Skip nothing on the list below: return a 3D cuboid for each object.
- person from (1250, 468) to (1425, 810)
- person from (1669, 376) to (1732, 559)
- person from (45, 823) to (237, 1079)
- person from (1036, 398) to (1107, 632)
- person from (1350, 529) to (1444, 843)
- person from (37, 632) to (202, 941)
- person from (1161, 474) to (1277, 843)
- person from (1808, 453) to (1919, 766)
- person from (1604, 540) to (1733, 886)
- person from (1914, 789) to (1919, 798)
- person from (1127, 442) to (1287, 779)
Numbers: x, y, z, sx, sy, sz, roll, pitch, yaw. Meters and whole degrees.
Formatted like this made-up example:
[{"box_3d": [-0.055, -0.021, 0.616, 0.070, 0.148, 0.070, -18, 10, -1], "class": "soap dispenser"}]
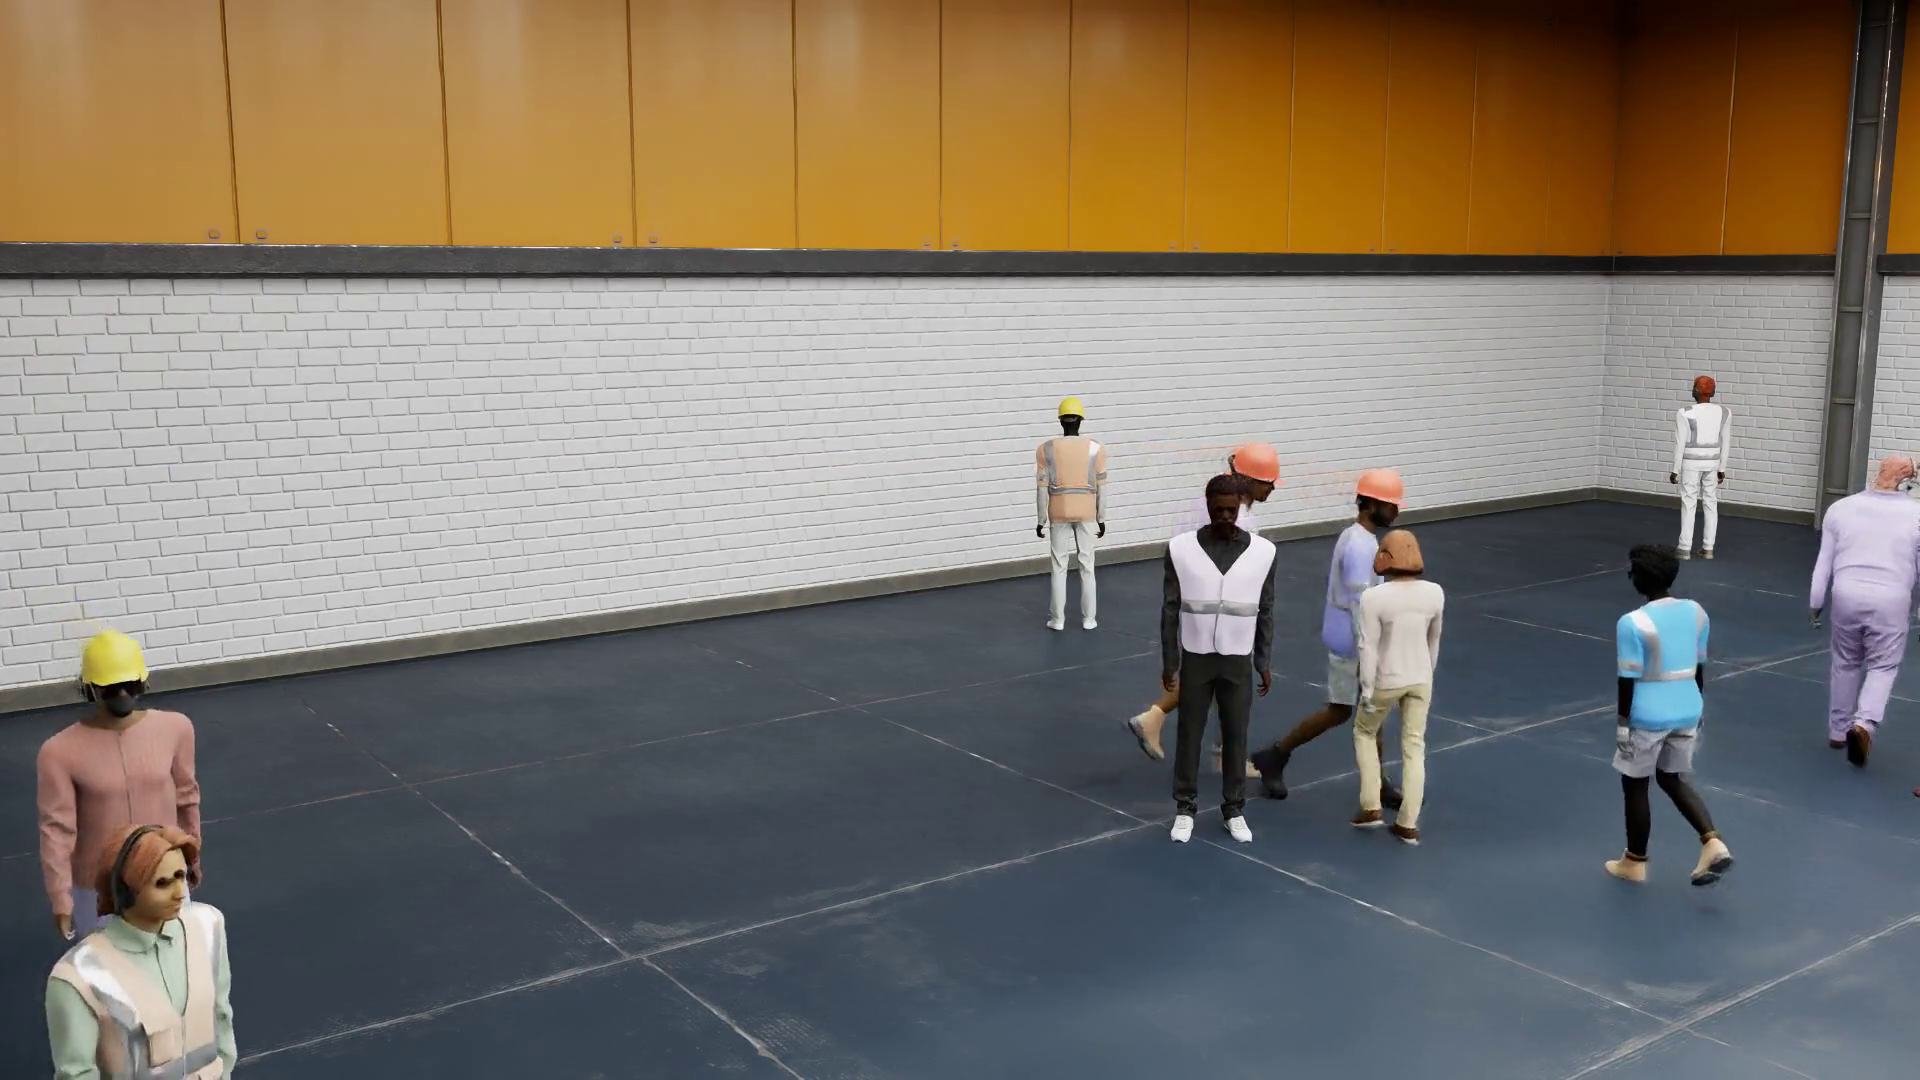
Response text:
[{"box_3d": [2.089, 0.542, 9.127, 0.885, 1.895, 0.582, 3, 10, 17], "class": "person"}, {"box_3d": [7.560, -0.737, 17.013, 0.576, 1.884, 0.354, -1, 9, -4], "class": "person"}, {"box_3d": [-2.069, 1.478, 4.165, 0.543, 1.624, 0.523, 4, 10, 23], "class": "person"}, {"box_3d": [0.906, -0.201, 13.606, 0.585, 1.917, 0.382, 0, 9, -2], "class": "person"}, {"box_3d": [2.264, 0.750, 8.661, 0.500, 1.618, 0.499, -2, 9, -11], "class": "person"}, {"box_3d": [-2.865, 1.171, 5.753, 0.545, 1.720, 0.902, -8, 12, -40], "class": "person"}, {"box_3d": [1.334, 0.607, 8.619, 0.593, 1.919, 0.391, 0, 9, 2], "class": "person"}, {"box_3d": [5.467, 0.411, 9.990, 0.697, 1.870, 0.755, 8, 12, 39], "class": "person"}, {"box_3d": [3.350, 0.852, 7.838, 0.554, 1.683, 0.548, -4, 10, -22], "class": "person"}, {"box_3d": [5.777, 0.558, 9.102, 0.730, 1.866, 0.682, 6, 11, 35], "class": "person"}, {"box_3d": [1.436, 0.421, 9.508, 0.803, 2.002, 0.658, -1, 9, -4], "class": "person"}]
